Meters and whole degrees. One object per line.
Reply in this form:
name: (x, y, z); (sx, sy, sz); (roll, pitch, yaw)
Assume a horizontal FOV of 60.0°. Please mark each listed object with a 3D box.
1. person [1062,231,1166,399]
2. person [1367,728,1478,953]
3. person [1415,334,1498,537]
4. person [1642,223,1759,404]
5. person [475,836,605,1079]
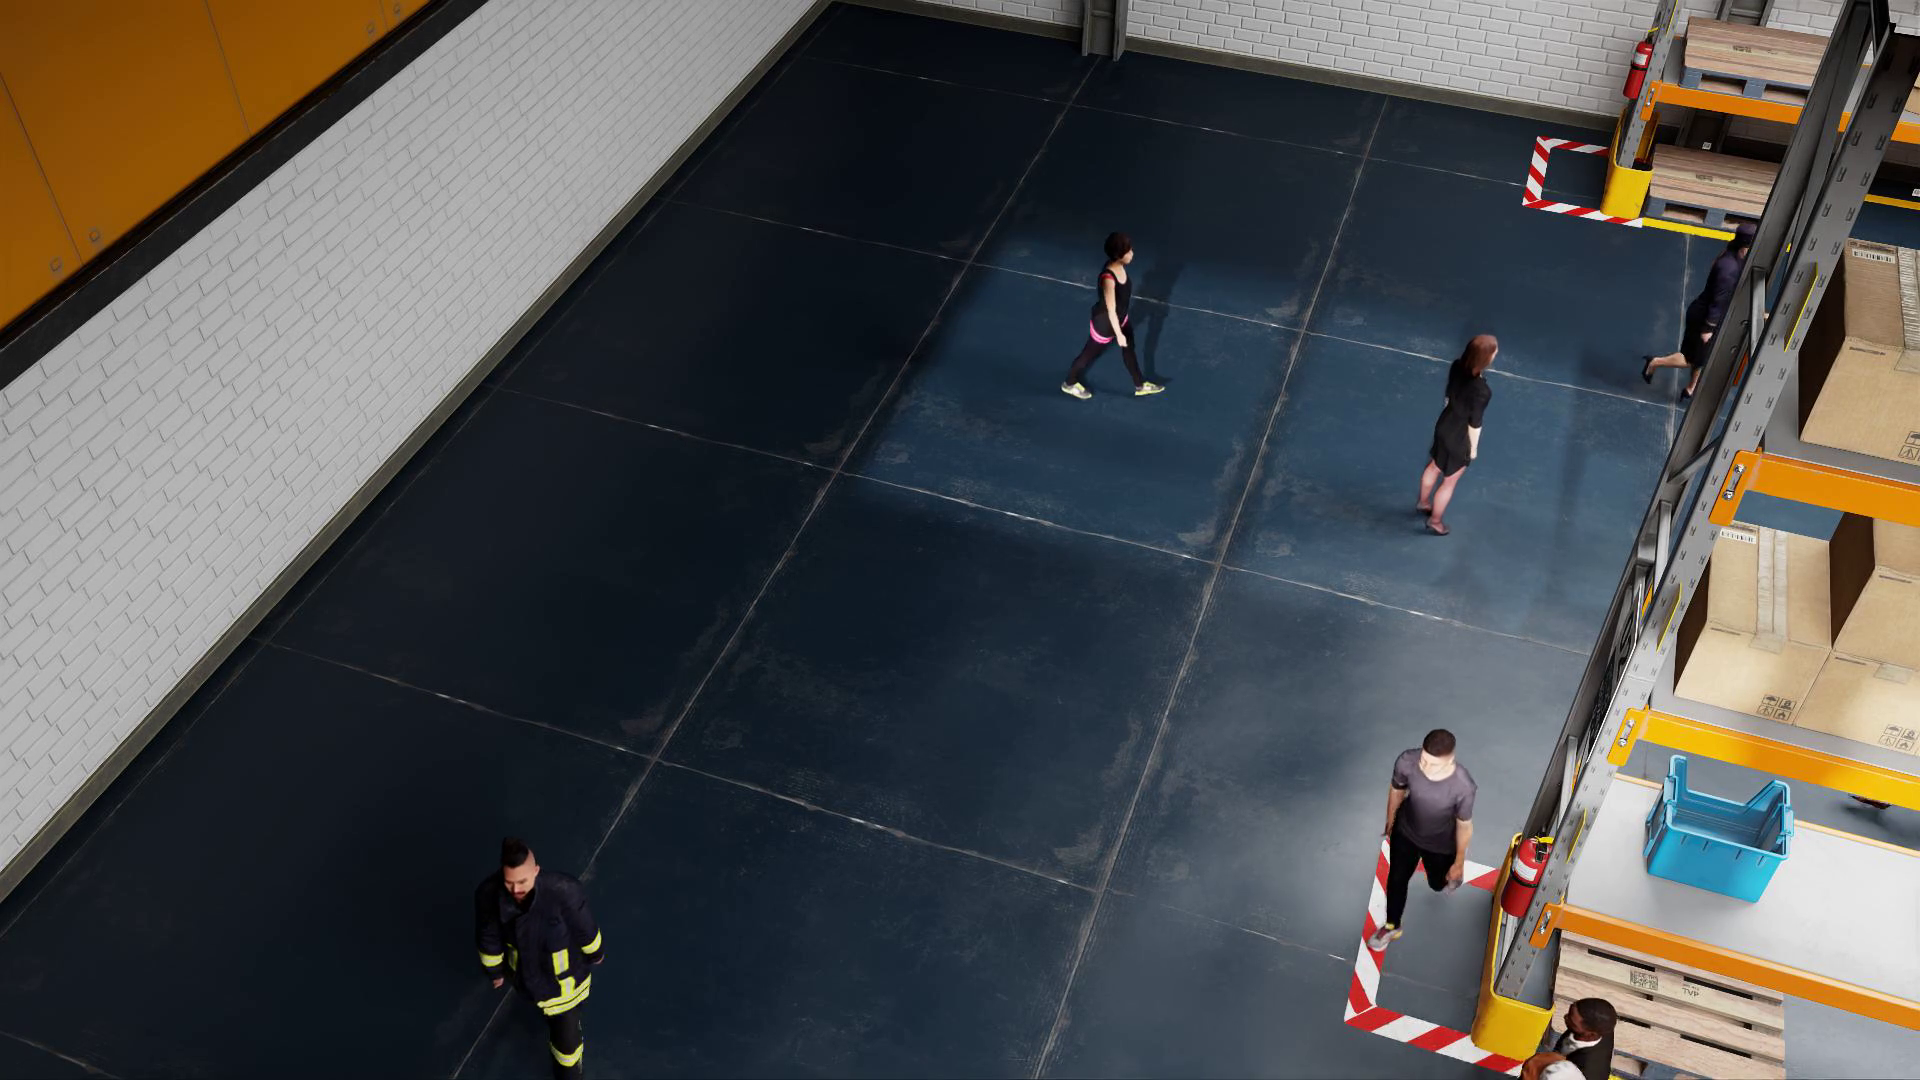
person: (1.077, -1.703, 12.907); (1.008, 1.509, 0.549); (15, 46, 15)
person: (2.646, 1.597, 9.274); (1.064, 1.740, 0.967); (25, 49, 24)
person: (3.497, -0.741, 11.756); (0.672, 1.703, 0.657); (-9, 44, -9)
person: (5.725, -1.720, 12.816); (0.967, 1.658, 0.865); (30, 51, 28)
person: (-2.150, 2.092, 8.692); (1.177, 1.826, 1.026); (3, 44, 3)
